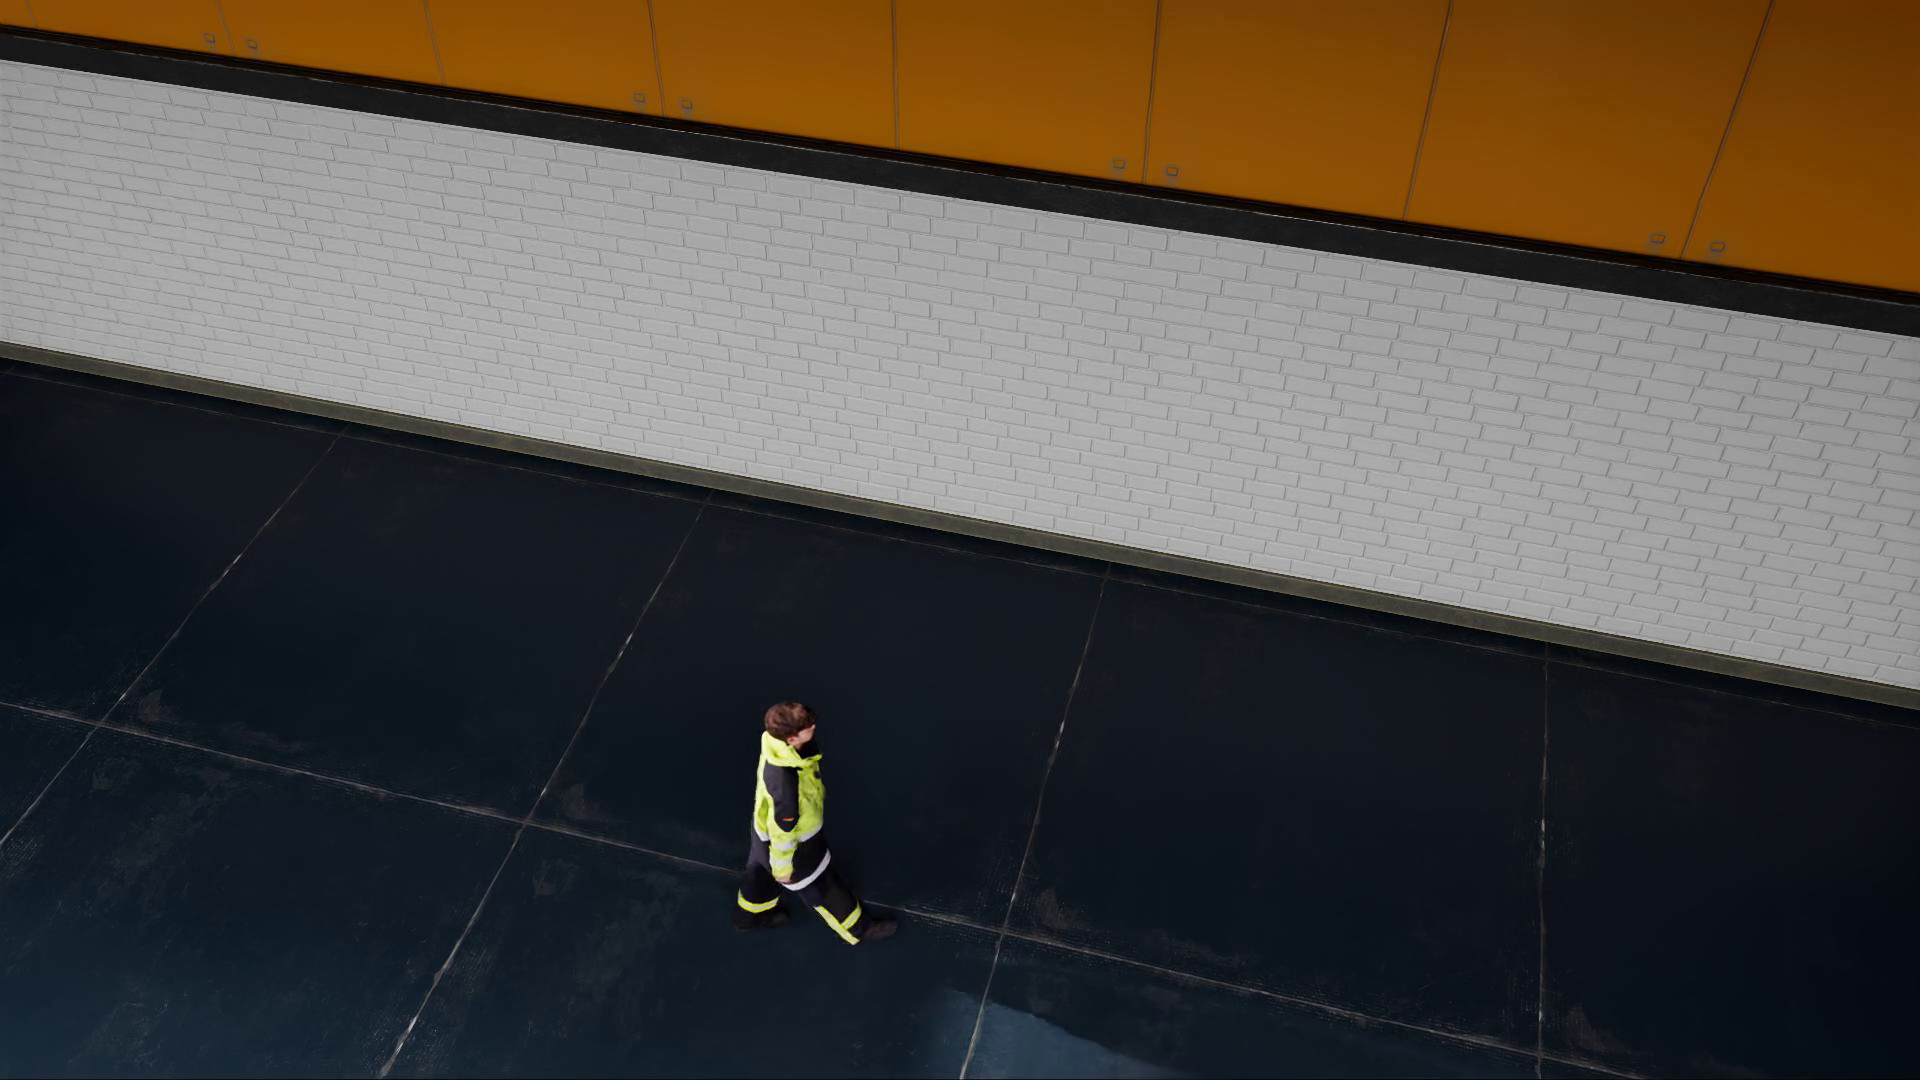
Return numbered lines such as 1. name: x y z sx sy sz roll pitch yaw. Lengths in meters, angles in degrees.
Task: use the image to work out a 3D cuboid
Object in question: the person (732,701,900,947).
1. person: -1.013 1.564 8.909 1.129 1.937 1.244 -4 44 -4
